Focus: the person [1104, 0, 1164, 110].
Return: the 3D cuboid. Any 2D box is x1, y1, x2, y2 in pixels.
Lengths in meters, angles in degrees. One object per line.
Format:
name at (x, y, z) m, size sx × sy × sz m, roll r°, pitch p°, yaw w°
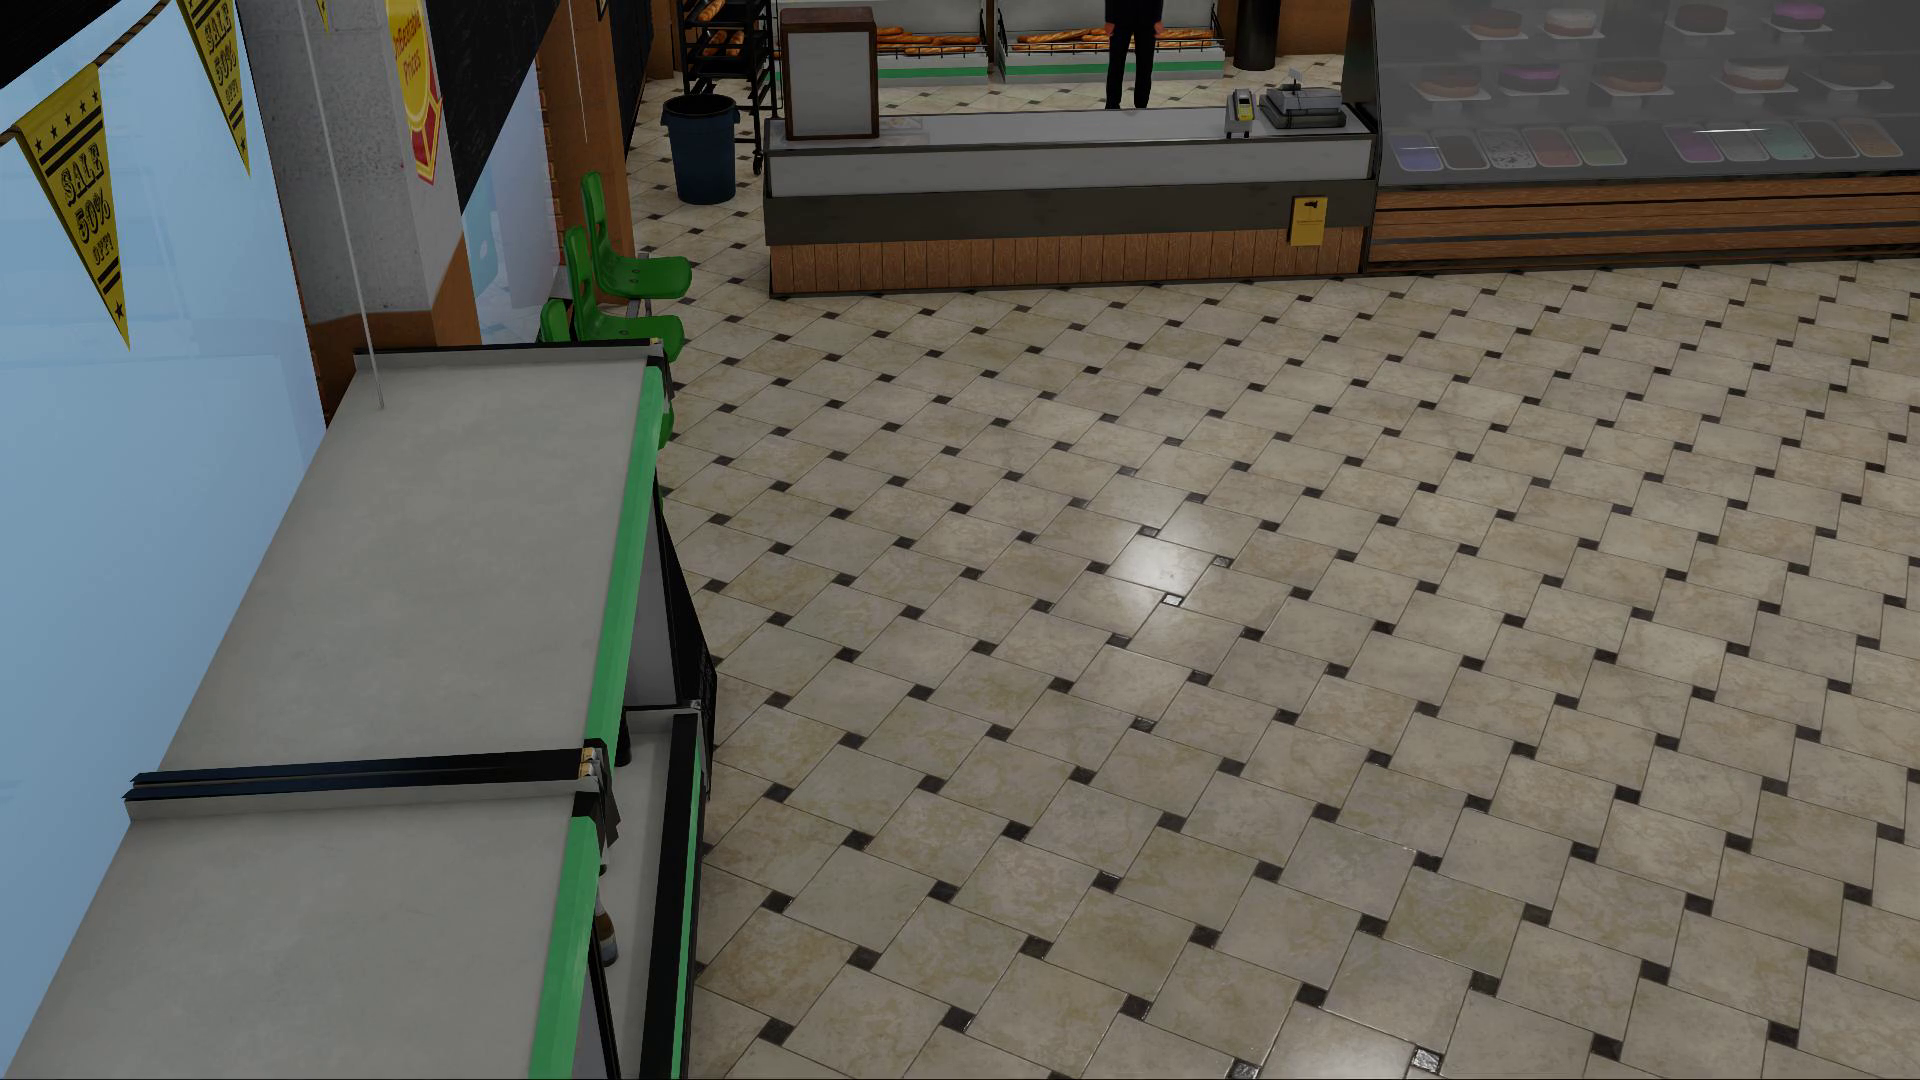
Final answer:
person at (1.416, -4.245, 13.476) m, size 0.622 × 1.868 × 0.561 m, roll -3°, pitch 32°, yaw -4°
